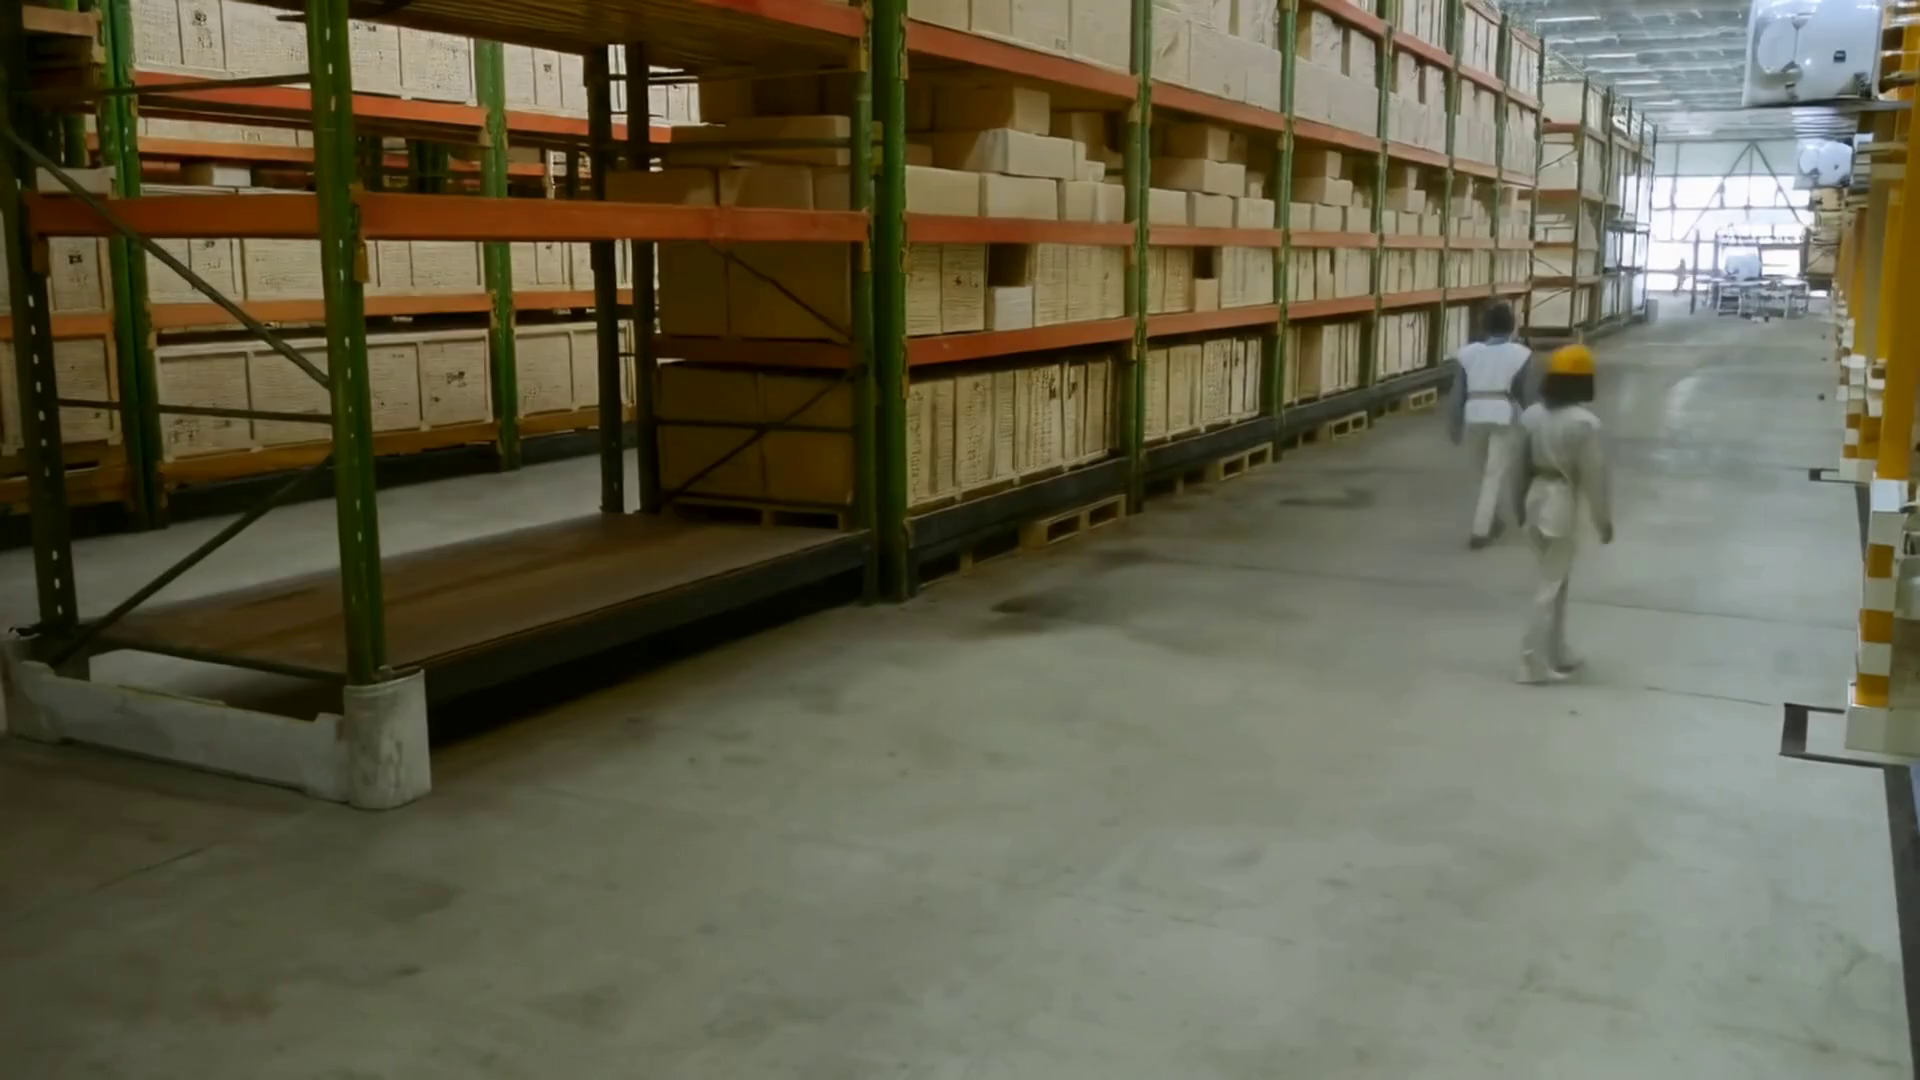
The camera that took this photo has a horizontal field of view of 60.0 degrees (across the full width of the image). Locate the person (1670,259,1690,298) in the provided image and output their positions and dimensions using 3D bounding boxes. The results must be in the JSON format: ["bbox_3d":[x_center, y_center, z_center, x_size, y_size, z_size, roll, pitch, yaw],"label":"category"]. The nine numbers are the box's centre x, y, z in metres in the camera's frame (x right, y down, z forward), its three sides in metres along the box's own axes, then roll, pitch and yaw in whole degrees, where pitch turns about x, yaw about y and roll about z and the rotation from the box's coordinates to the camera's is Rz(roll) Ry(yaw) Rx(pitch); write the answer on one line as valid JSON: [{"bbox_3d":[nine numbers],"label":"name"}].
[{"bbox_3d":[34.991,-12.694,80.751,0.647,1.890,1.053,-9,13,-42],"label":"person"}]

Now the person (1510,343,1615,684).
[{"bbox_3d":[3.108,-0.132,8.453,0.657,1.727,0.498,-5,11,-25],"label":"person"}]

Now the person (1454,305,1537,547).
[{"bbox_3d":[4.017,-0.865,12.514,0.570,1.791,1.018,8,12,38],"label":"person"}]
